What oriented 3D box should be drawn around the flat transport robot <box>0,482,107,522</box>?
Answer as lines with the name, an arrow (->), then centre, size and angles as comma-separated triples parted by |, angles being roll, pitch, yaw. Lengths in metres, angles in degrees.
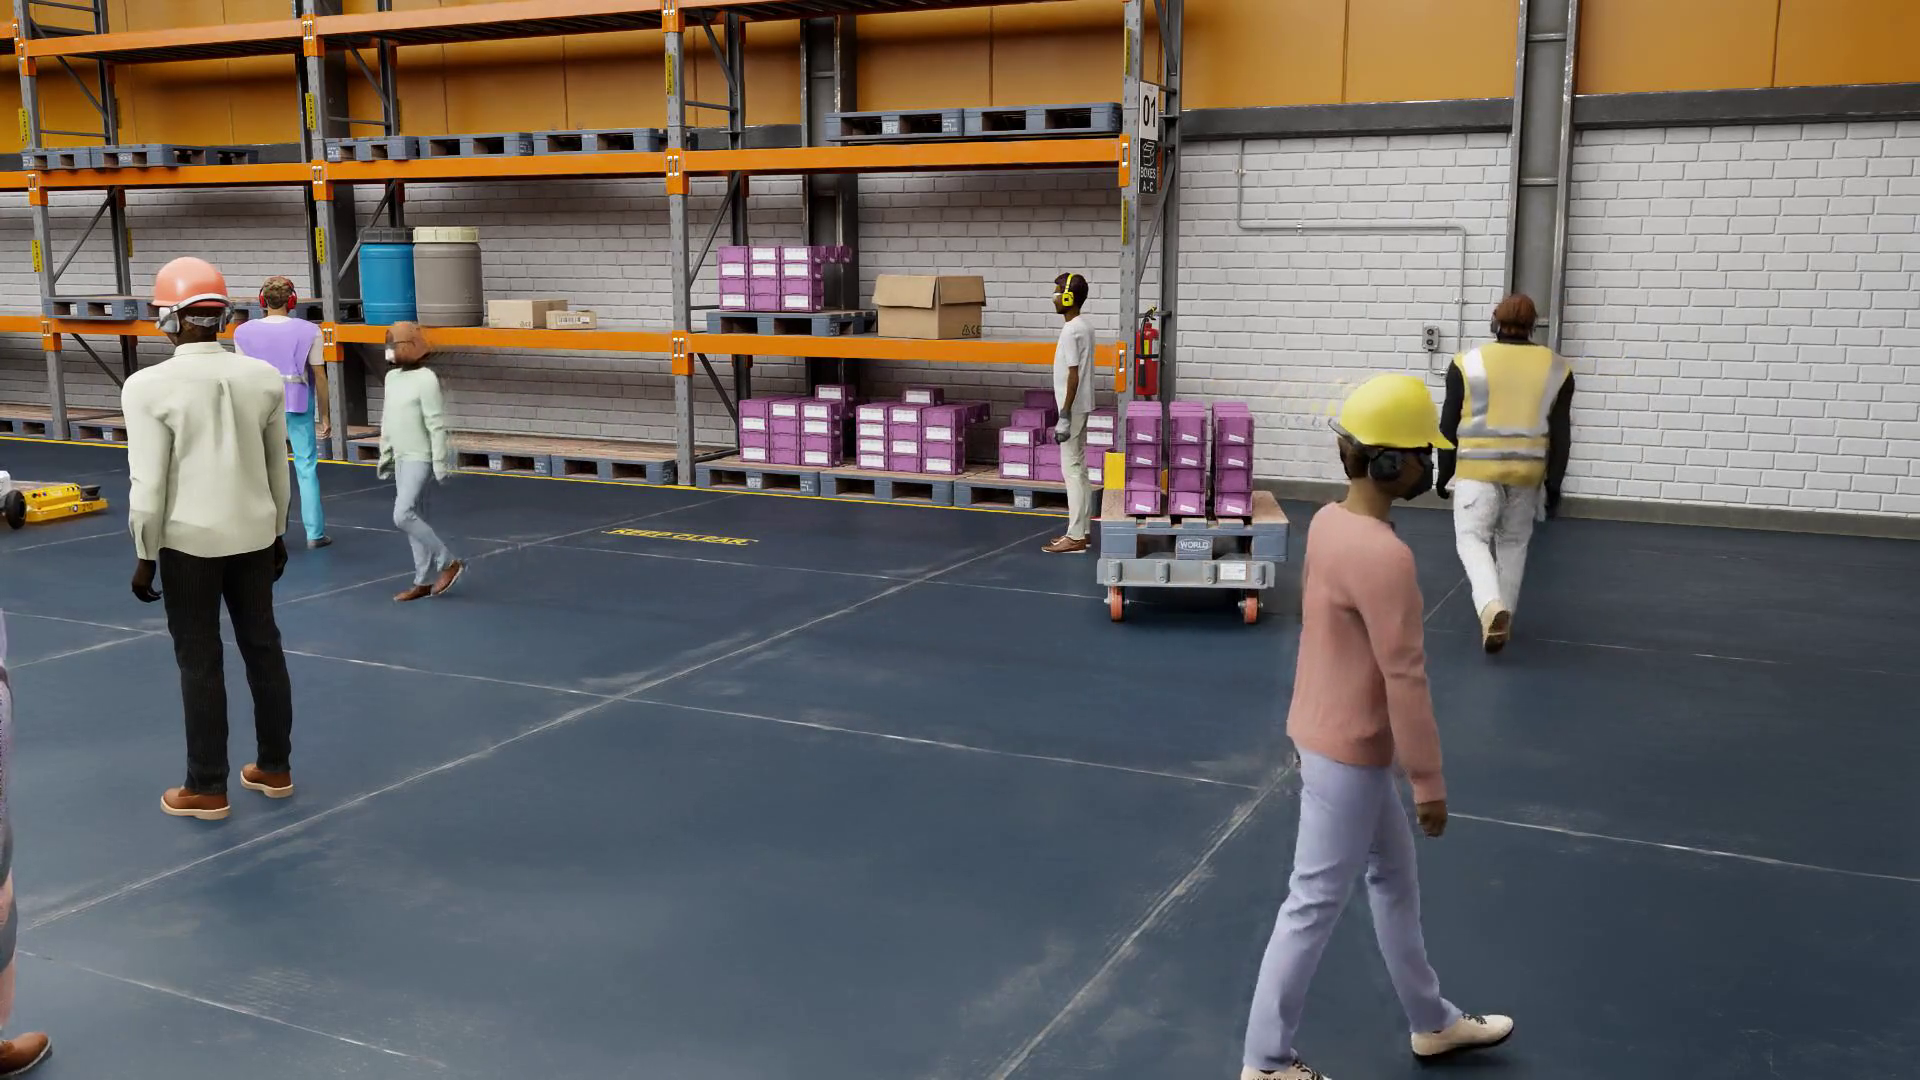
flat transport robot -> -7.338, -0.312, 12.660 | 1.431, 0.197, 0.652 | 2, 10, 14

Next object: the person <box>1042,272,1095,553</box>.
person -> 0.736, -0.844, 11.146 | 0.319, 1.866, 0.532 | 3, 10, 16

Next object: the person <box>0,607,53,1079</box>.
person -> -2.411, 0.447, 3.621 | 0.641, 1.919, 0.835 | 3, 10, 16

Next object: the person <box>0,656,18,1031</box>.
person -> -1.584, 0.707, 2.369 | 0.617, 1.835, 0.429 | 6, 12, 31

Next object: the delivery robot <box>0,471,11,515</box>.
delivery robot -> -7.001, -0.346, 11.775 | 0.477, 0.478, 0.707 | -2, 10, -14

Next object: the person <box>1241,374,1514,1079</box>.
person -> 1.040, 0.486, 3.903 | 0.800, 1.734, 0.540 | 0, 10, -1

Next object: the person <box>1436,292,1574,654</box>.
person -> 2.740, -0.336, 8.384 | 0.634, 1.816, 0.765 | 1, 10, 3

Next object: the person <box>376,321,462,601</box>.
person -> -3.167, -0.442, 9.543 | 0.348, 1.620, 0.508 | -9, 13, -41

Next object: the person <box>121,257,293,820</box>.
person -> -2.677, -0.002, 5.957 | 0.380, 1.994, 0.611 | 6, 12, 32

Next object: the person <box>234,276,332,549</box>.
person -> -4.541, -0.841, 11.185 | 0.572, 1.843, 0.373 | -2, 10, -13
